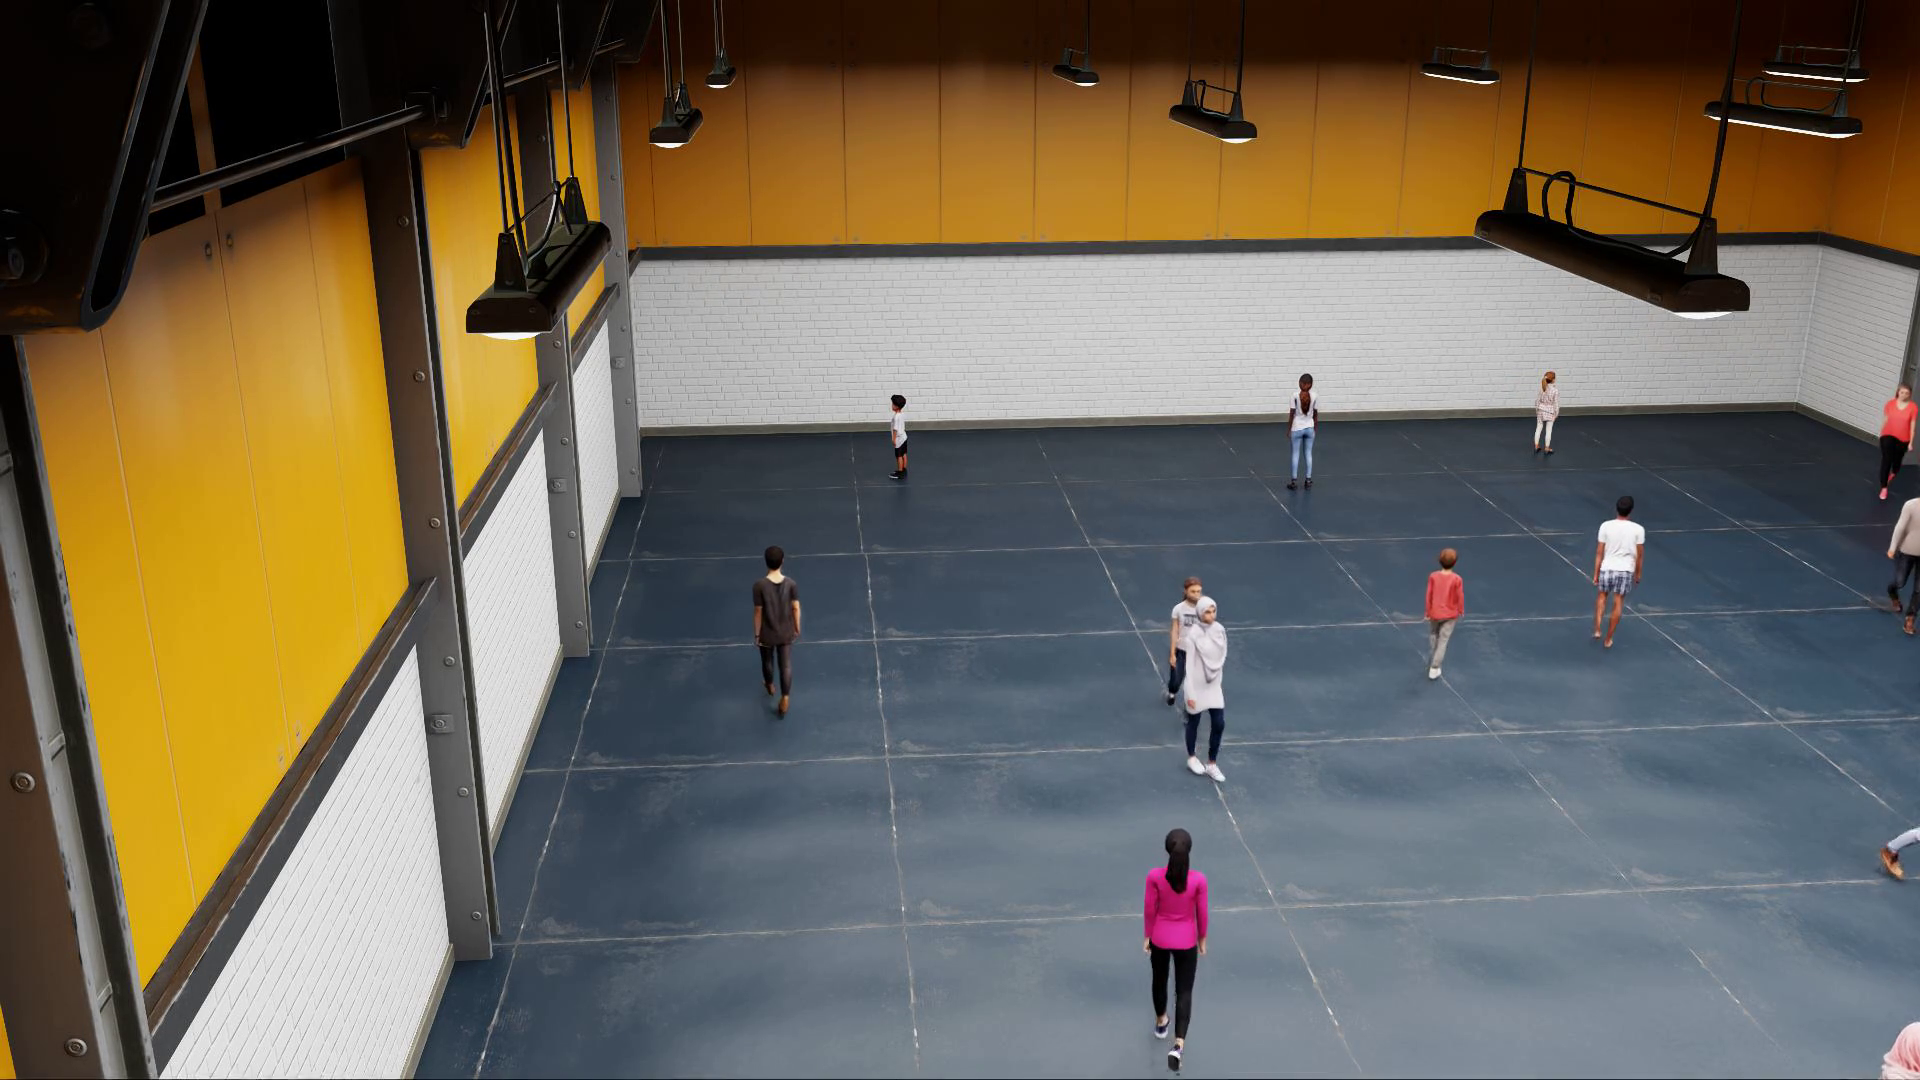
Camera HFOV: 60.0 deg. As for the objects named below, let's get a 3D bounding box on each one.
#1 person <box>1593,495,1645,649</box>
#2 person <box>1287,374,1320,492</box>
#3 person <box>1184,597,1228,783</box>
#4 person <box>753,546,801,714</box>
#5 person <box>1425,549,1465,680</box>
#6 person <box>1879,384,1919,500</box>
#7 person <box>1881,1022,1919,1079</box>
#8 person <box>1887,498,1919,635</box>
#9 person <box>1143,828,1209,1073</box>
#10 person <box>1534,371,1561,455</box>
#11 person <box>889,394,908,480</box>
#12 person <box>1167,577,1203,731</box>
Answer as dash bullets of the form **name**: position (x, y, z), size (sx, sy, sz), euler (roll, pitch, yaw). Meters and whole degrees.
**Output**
- **person**: position (7.217, 0.380, 18.296), size (0.756, 1.715, 0.785), euler (10, 21, 26)
- **person**: position (4.966, -1.575, 24.091), size (0.575, 1.720, 0.514), euler (-2, 19, -6)
- **person**: position (2.196, 1.340, 15.376), size (0.750, 1.758, 0.838), euler (-8, 20, -23)
- **person**: position (-1.838, 0.932, 16.722), size (0.731, 1.673, 1.094), euler (-4, 19, -12)
- **person**: position (5.081, 0.799, 17.554), size (0.810, 1.394, 0.908), euler (12, 22, 32)
- **person**: position (13.359, -1.427, 23.775), size (1.044, 1.642, 1.224), euler (11, 21, 29)
- **person**: position (5.068, 3.431, 9.184), size (1.080, 1.747, 1.258), euler (-15, 23, -37)
- **person**: position (10.831, 0.124, 18.856), size (0.920, 1.842, 1.094), euler (4, 19, 11)
- **person**: position (1.443, 2.777, 11.242), size (0.775, 1.673, 1.114), euler (3, 19, 10)
- **person**: position (9.171, -2.007, 26.012), size (0.617, 1.313, 0.683), euler (17, 25, 41)
- **person**: position (-0.896, -1.547, 24.735), size (0.607, 1.256, 0.512), euler (6, 20, 17)
- **person**: position (2.233, 1.076, 16.487), size (0.539, 1.549, 0.845), euler (-1, 19, -4)
